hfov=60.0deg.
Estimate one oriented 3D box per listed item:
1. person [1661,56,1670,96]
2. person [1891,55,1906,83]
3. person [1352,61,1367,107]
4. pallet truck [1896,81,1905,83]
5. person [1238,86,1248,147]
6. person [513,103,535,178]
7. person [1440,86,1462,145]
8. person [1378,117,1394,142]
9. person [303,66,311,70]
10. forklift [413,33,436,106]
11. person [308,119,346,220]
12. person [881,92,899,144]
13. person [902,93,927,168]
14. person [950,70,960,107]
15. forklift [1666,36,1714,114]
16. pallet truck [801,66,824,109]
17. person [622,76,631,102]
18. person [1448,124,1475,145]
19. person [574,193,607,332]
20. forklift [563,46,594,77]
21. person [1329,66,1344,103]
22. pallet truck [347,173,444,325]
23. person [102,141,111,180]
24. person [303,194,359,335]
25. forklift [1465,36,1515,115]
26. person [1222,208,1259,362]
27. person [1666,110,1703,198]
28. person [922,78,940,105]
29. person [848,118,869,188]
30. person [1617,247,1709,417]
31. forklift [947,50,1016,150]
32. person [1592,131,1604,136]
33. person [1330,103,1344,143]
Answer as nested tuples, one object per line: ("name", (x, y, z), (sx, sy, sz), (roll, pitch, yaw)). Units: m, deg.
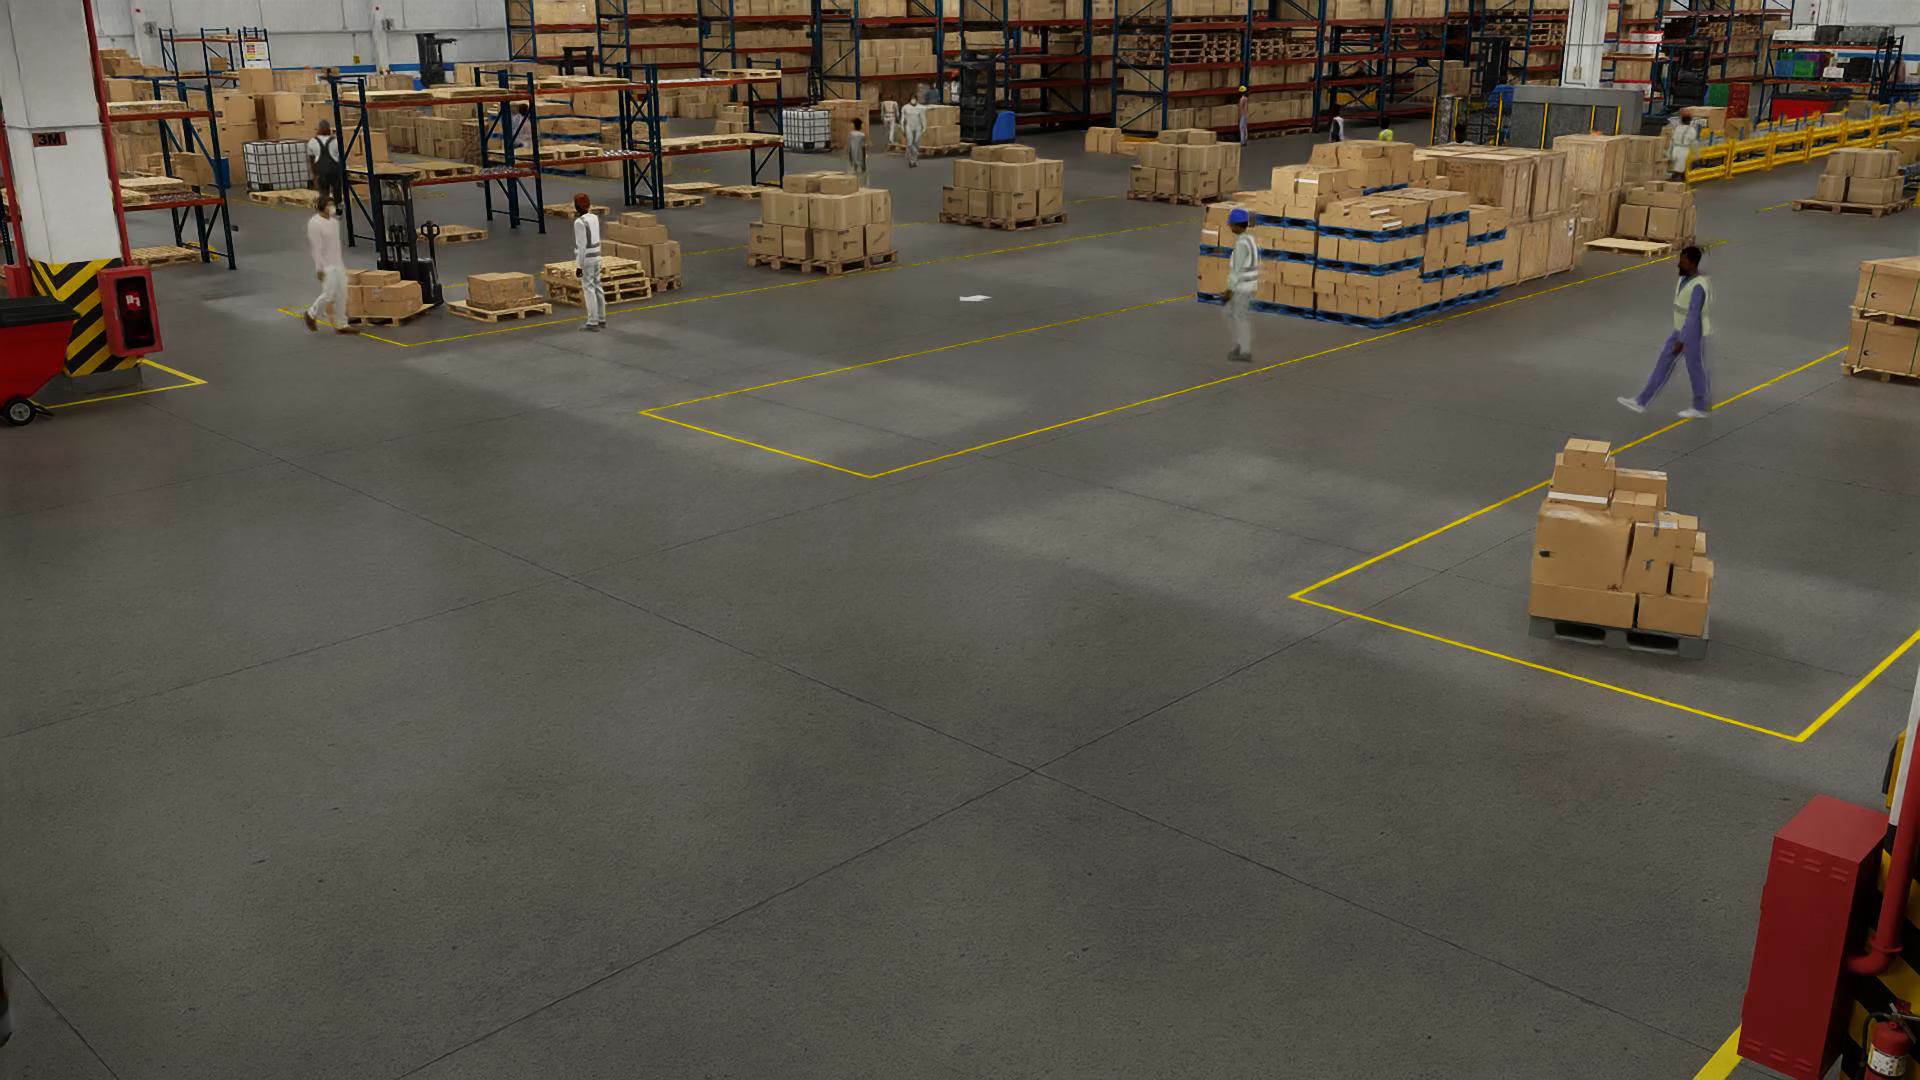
("person", (29.994, -19.660, 70.760), (0.329, 1.765, 0.526), (-2, 18, -7))
("person", (39.078, -19.237, 69.298), (0.690, 1.882, 0.415), (-3, 19, -8))
("person", (14.792, -16.604, 61.219), (0.768, 1.966, 0.635), (-13, 22, -34))
("pallet truck", (34.802, -16.331, 61.455), (0.653, 1.274, 1.630), (17, 25, 41))
("person", (8.409, -12.632, 49.598), (0.343, 1.756, 0.518), (9, 20, 25))
("person", (-10.758, -9.886, 41.207), (0.447, 1.830, 0.655), (7, 20, 21))
("person", (14.169, -12.127, 47.924), (0.648, 1.855, 0.999), (13, 22, 34))
("person", (9.859, -8.954, 38.624), (0.538, 1.691, 0.319), (-17, 25, -42))
("person", (-23.171, -16.064, 59.722), (0.717, 1.897, 0.597), (-4, 19, -12))
("forklift", (-21.124, -18.666, 66.019), (1.873, 2.768, 1.129), (3, 19, 9))
("person", (-12.798, -7.527, 33.772), (0.693, 2.000, 0.560), (-3, 19, -8))
("person", (-2.079, -12.419, 49.183), (0.524, 1.618, 0.703), (3, 19, 8))
("person", (-1.187, -10.714, 43.578), (0.644, 1.898, 0.920), (-3, 19, -10))
("person", (-0.123, -14.594, 55.228), (0.551, 1.932, 0.376), (17, 25, 41))
("forklift", (27.341, -17.291, 61.877), (1.129, 2.768, 1.873), (17, 25, 41))
("pallet truck", (-4.812, -15.182, 56.903), (0.823, 1.965, 1.885), (-9, 21, -26))
("person", (-11.678, -15.307, 57.849), (0.533, 1.624, 0.460), (0, 18, 0))
("person", (10.039, -7.354, 33.387), (0.672, 1.958, 0.495), (4, 19, 12))
("person", (-5.093, -3.802, 22.794), (0.337, 1.881, 0.584), (5, 19, 15))
("forklift", (-11.745, -13.879, 51.597), (1.873, 2.768, 1.129), (16, 24, 40))
("person", (14.937, -17.926, 65.766), (0.530, 1.601, 0.744), (-6, 19, -17))
("pallet truck", (-8.209, -4.181, 23.757), (0.823, 1.965, 1.885), (3, 19, 9))
("person", (-17.990, -7.662, 34.420), (0.947, 1.879, 0.609), (16, 24, 39))
("person", (-8.558, -3.700, 22.433), (0.624, 1.919, 0.640), (4, 19, 12))
("forklift", (19.973, -17.201, 61.605), (1.873, 2.768, 1.129), (16, 24, 40))
("person", (3.512, -3.190, 20.880), (0.491, 1.923, 0.635), (3, 19, 10))
("person", (15.923, -8.427, 36.598), (1.052, 1.960, 0.713), (-4, 19, -12))
("person", (-0.926, -13.217, 51.143), (0.921, 1.913, 0.629), (15, 23, 37))
("person", (-2.285, -8.362, 36.626), (0.527, 1.835, 0.870), (12, 22, 32))
("person", (7.802, -2.251, 18.131), (0.971, 1.868, 0.622), (1, 18, 3))
("forklift", (0.652, -12.753, 48.206), (1.129, 2.768, 1.873), (17, 25, 41))
("person", (12.339, -7.051, 32.587), (0.898, 1.872, 0.594), (11, 21, 29))
("person", (9.194, -9.635, 40.384), (0.916, 1.880, 0.587), (3, 19, 10))
